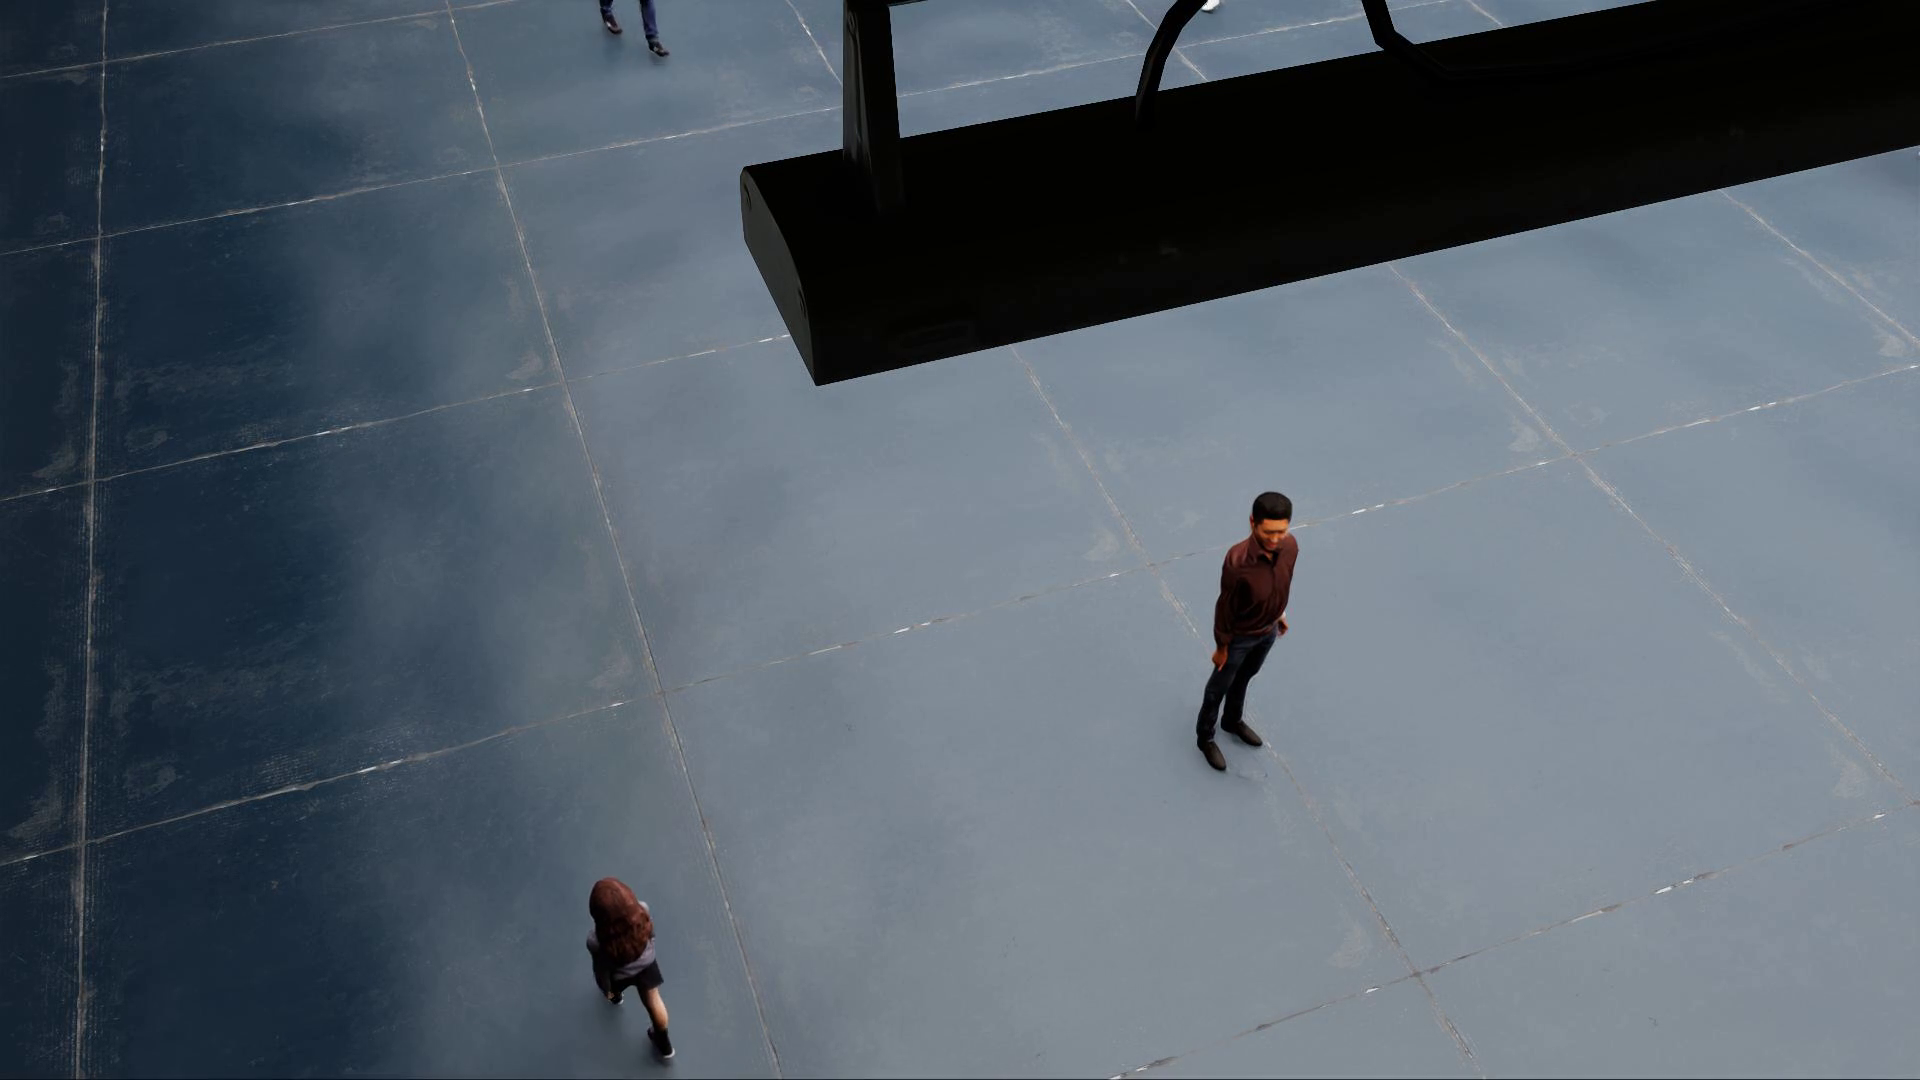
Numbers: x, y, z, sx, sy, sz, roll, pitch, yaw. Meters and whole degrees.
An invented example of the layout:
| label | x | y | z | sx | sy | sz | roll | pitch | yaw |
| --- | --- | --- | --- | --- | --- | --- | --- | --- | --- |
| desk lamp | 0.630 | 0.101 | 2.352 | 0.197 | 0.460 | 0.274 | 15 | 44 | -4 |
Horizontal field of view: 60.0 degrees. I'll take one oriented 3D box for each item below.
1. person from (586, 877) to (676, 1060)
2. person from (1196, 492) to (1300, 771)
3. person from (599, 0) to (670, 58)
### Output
| label | x | y | z | sx | sy | sz | roll | pitch | yaw |
| --- | --- | --- | --- | --- | --- | --- | --- | --- | --- |
| person | -1.436 | 1.895 | 7.333 | 0.654 | 1.076 | 0.851 | -29 | 50 | -28 |
| person | 1.440 | 0.438 | 8.380 | 0.692 | 1.778 | 0.604 | -26 | 49 | -25 |
| person | -2.974 | -5.140 | 14.312 | 0.870 | 1.834 | 1.271 | -28 | 50 | -27 |
